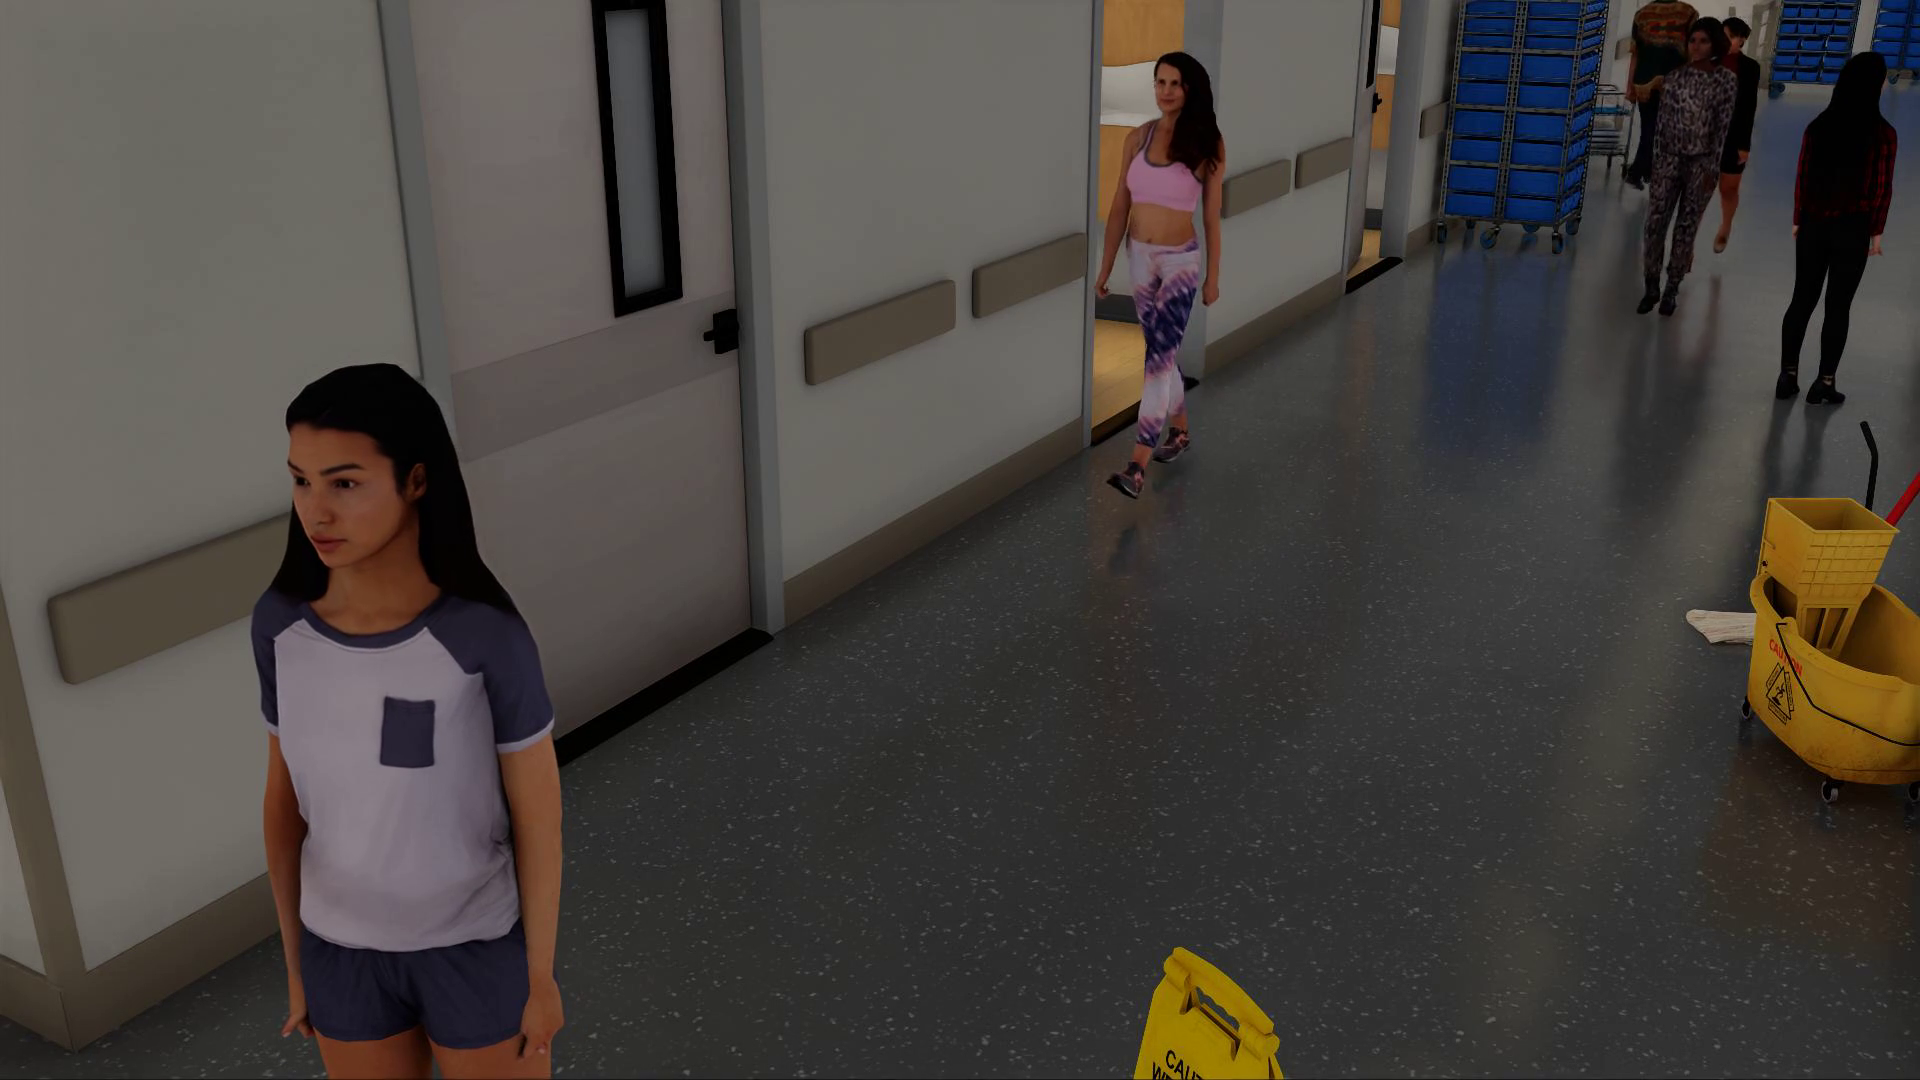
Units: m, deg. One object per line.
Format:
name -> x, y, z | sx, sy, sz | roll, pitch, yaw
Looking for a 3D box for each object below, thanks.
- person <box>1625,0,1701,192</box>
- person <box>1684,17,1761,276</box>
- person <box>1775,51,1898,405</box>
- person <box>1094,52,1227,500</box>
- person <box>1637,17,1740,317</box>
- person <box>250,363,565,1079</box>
person -> 5.771, -3.757, 13.781 | 0.782, 1.763, 1.233 | 15, 25, 34
person -> 4.968, -2.539, 10.842 | 0.599, 1.607, 1.014 | 13, 24, 31
person -> 4.198, -1.484, 7.987 | 0.629, 1.656, 0.653 | -16, 26, -37
person -> 0.861, -1.066, 6.807 | 0.624, 1.711, 1.186 | 13, 24, 30
person -> 4.257, -2.150, 9.685 | 0.564, 1.700, 0.635 | 12, 24, 30
person -> -0.770, 0.589, 2.404 | 0.650, 1.734, 0.630 | 3, 21, 8
